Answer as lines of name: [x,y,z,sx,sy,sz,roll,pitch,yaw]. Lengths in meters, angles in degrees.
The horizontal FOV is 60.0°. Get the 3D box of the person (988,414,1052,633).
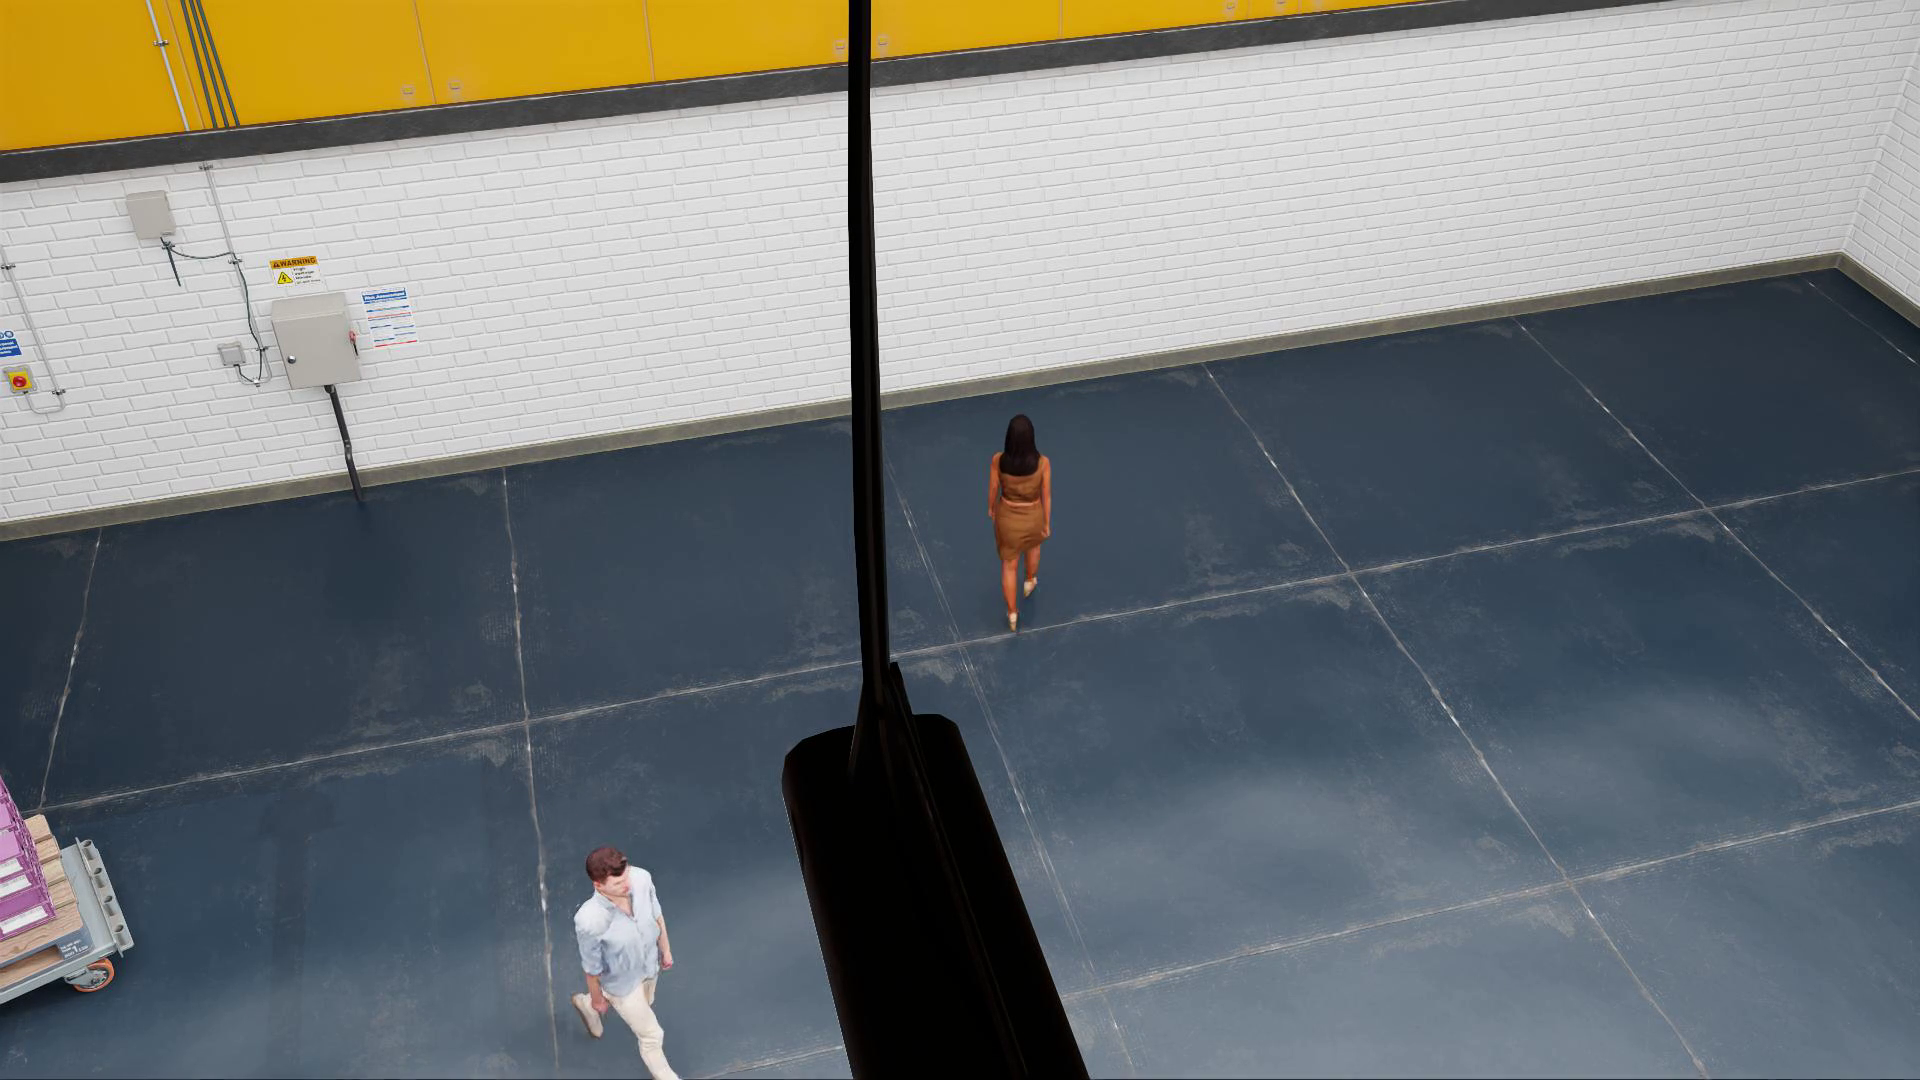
person: [0.402,-0.064,11.281,0.731,1.668,0.875,2,39,3]

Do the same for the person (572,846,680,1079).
person: [-1.733,2.134,8.404,1.189,1.823,1.134,20,43,23]
